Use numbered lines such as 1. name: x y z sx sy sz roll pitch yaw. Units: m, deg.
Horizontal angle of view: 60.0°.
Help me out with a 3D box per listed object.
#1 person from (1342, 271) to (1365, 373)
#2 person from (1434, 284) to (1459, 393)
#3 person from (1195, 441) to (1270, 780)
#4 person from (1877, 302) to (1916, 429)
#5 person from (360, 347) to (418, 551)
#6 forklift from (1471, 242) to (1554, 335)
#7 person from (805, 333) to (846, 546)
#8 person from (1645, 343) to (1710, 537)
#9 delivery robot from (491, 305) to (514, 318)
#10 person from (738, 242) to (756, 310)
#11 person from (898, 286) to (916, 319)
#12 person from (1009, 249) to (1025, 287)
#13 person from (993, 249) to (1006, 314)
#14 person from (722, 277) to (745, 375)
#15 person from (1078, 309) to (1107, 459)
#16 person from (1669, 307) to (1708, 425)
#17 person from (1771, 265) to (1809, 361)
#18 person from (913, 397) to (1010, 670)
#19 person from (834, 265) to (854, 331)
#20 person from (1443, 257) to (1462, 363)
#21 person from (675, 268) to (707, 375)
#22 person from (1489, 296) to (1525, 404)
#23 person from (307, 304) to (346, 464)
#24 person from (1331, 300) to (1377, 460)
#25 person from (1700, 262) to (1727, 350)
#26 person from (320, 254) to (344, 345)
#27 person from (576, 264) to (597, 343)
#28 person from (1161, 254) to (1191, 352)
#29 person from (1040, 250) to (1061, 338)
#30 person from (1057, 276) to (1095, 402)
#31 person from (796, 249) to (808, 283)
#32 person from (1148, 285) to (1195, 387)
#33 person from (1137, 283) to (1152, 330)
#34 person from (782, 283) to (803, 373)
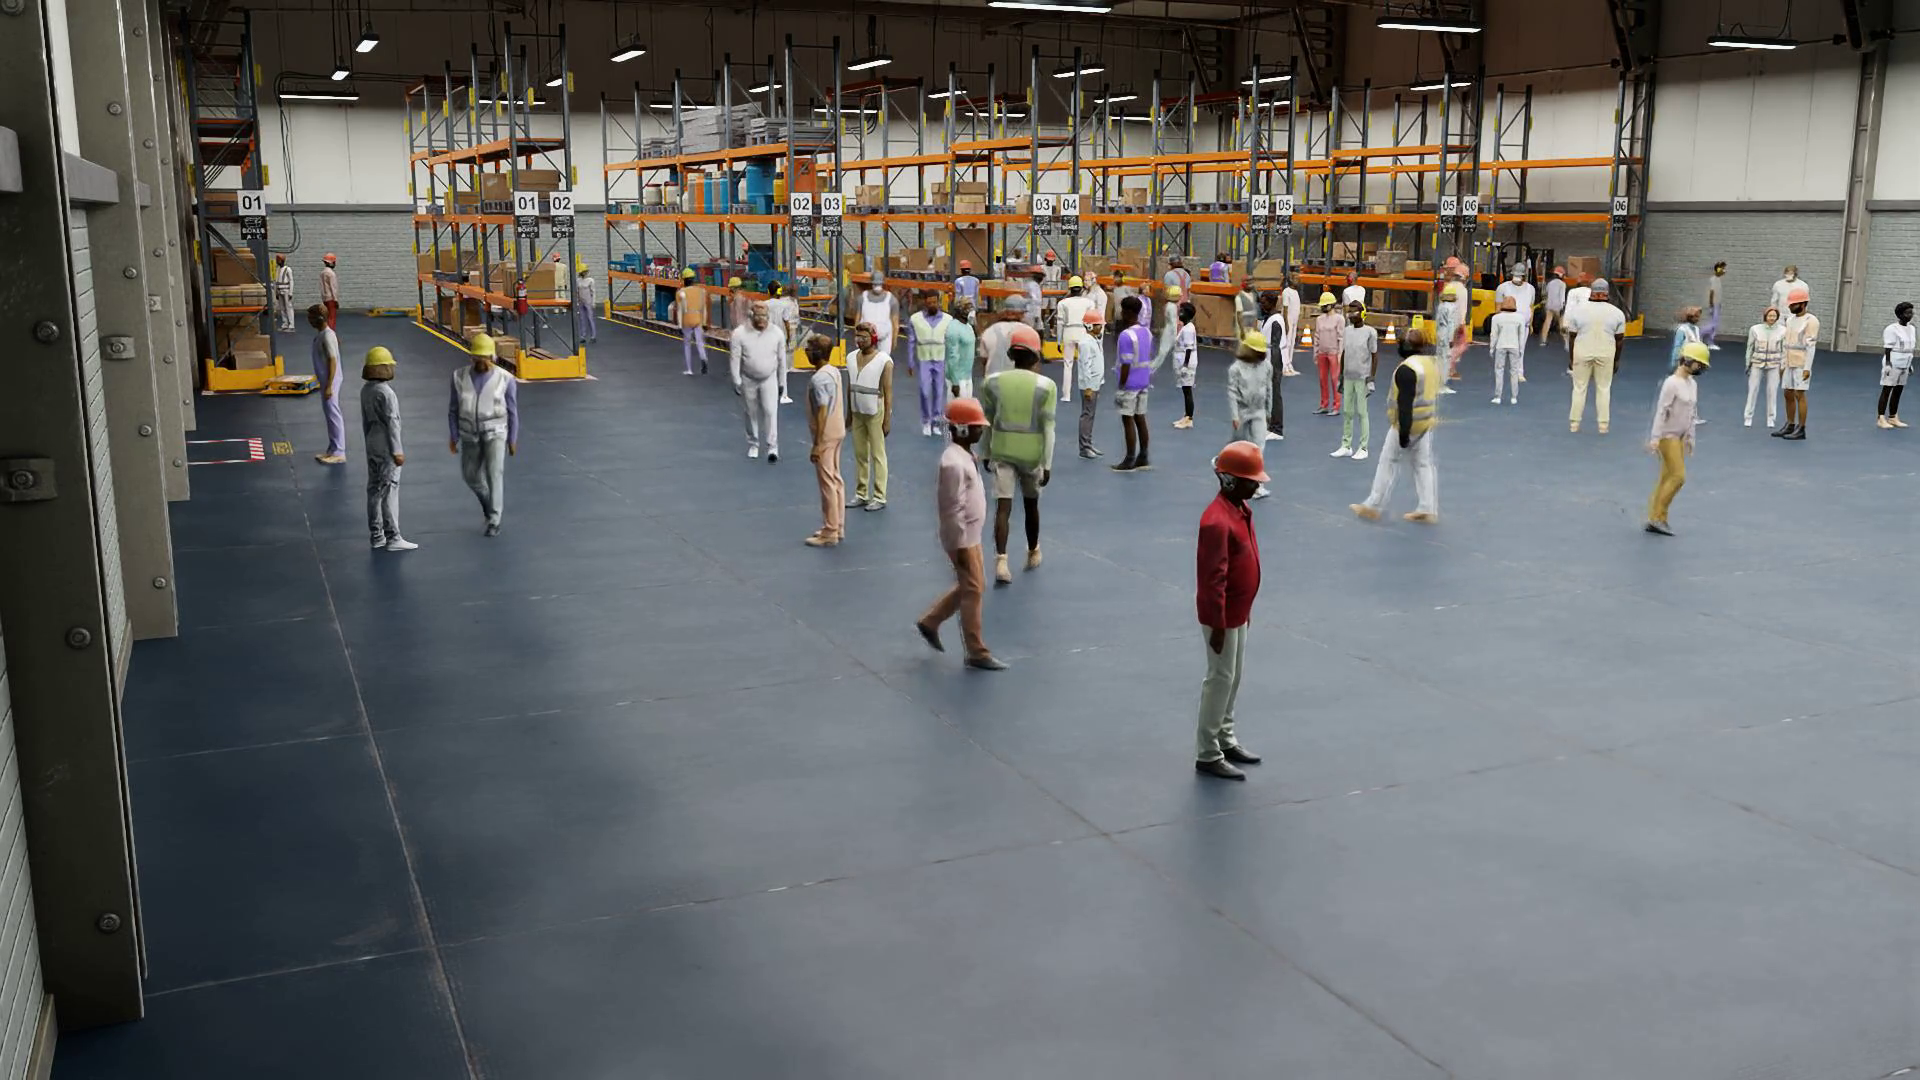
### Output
1. person: 7.064 -3.918 29.949 0.566 1.842 0.389 -10 15 -42
2. person: 7.816 -3.228 26.694 0.309 1.743 0.494 -2 11 -8
3. person: 1.391 0.352 8.508 0.348 1.740 0.575 4 12 22
4. person: 12.549 -2.331 22.251 0.533 1.697 0.319 -5 12 -26
5. person: -4.927 -0.779 14.251 0.487 1.744 0.290 10 15 40
6. forklift: 13.047 -6.049 39.881 2.313 2.155 1.214 -5 12 -23
7. person: -1.175 -0.862 14.411 0.346 1.845 0.505 3 11 13
8. person: 6.396 -0.886 14.834 0.569 1.723 0.511 -10 15 -42
9. delivery robot: -12.205 -6.136 44.261 0.707 0.478 0.477 7 13 32
10. person: -6.309 -7.850 49.470 0.612 2.029 0.410 3 12 14
11. person: -1.403 -6.568 43.291 0.646 1.890 0.640 -5 12 -25
12. person: 1.678 -7.649 48.944 0.577 1.835 0.969 -5 12 -25
13. person: 0.991 -6.683 43.782 0.594 1.925 0.376 -9 15 -40
14. person: -3.933 -3.792 29.544 0.559 1.748 0.550 -2 11 -10
15. person: 1.558 -1.841 19.618 0.330 1.751 0.563 3 11 13
16. person: 9.934 -2.351 22.566 0.759 1.606 0.530 10 15 43
17. person: 15.382 -4.137 30.868 0.417 1.915 0.649 -10 15 -41
18. person: 0.016 -0.041 10.499 0.595 1.738 0.585 2 11 8
19. person: -2.896 -5.943 40.823 0.562 1.617 0.534 9 15 40
20. person: 9.473 -4.420 32.028 0.419 2.034 0.605 2 11 12
21. person: -4.744 -3.867 29.519 0.611 1.911 0.631 -6 13 -28
22. person: 8.278 -2.877 25.189 0.501 1.633 0.285 2 11 9
23. person: -7.303 -1.797 19.183 0.343 1.839 0.506 -6 12 -27
24. person: 4.645 -1.879 19.522 0.310 1.868 0.533 -9 14 -38
25. person: 15.918 -4.943 35.149 0.460 1.846 0.548 9 14 38
26. person: -13.772 -5.265 36.442 0.407 1.987 0.620 -9 14 -38
27. person: -8.304 -5.239 36.930 0.572 1.762 0.365 6 13 28
28. person: 4.461 -4.954 34.710 0.685 2.000 0.535 -9 14 -37
29. person: 2.051 -5.653 38.279 0.605 2.034 0.387 -3 12 -17
30. person: 1.763 -3.067 25.446 0.586 1.917 0.401 -1 11 -6
31. person: -5.073 -8.281 52.389 0.573 1.739 0.349 -2 11 -11
32. person: 3.418 -3.363 27.486 0.885 1.696 0.475 2 11 12
33. person: 3.274 -3.793 29.839 0.314 1.636 0.515 6 13 30
34. person: -3.043 -3.818 29.986 0.352 1.620 0.544 3 12 16
